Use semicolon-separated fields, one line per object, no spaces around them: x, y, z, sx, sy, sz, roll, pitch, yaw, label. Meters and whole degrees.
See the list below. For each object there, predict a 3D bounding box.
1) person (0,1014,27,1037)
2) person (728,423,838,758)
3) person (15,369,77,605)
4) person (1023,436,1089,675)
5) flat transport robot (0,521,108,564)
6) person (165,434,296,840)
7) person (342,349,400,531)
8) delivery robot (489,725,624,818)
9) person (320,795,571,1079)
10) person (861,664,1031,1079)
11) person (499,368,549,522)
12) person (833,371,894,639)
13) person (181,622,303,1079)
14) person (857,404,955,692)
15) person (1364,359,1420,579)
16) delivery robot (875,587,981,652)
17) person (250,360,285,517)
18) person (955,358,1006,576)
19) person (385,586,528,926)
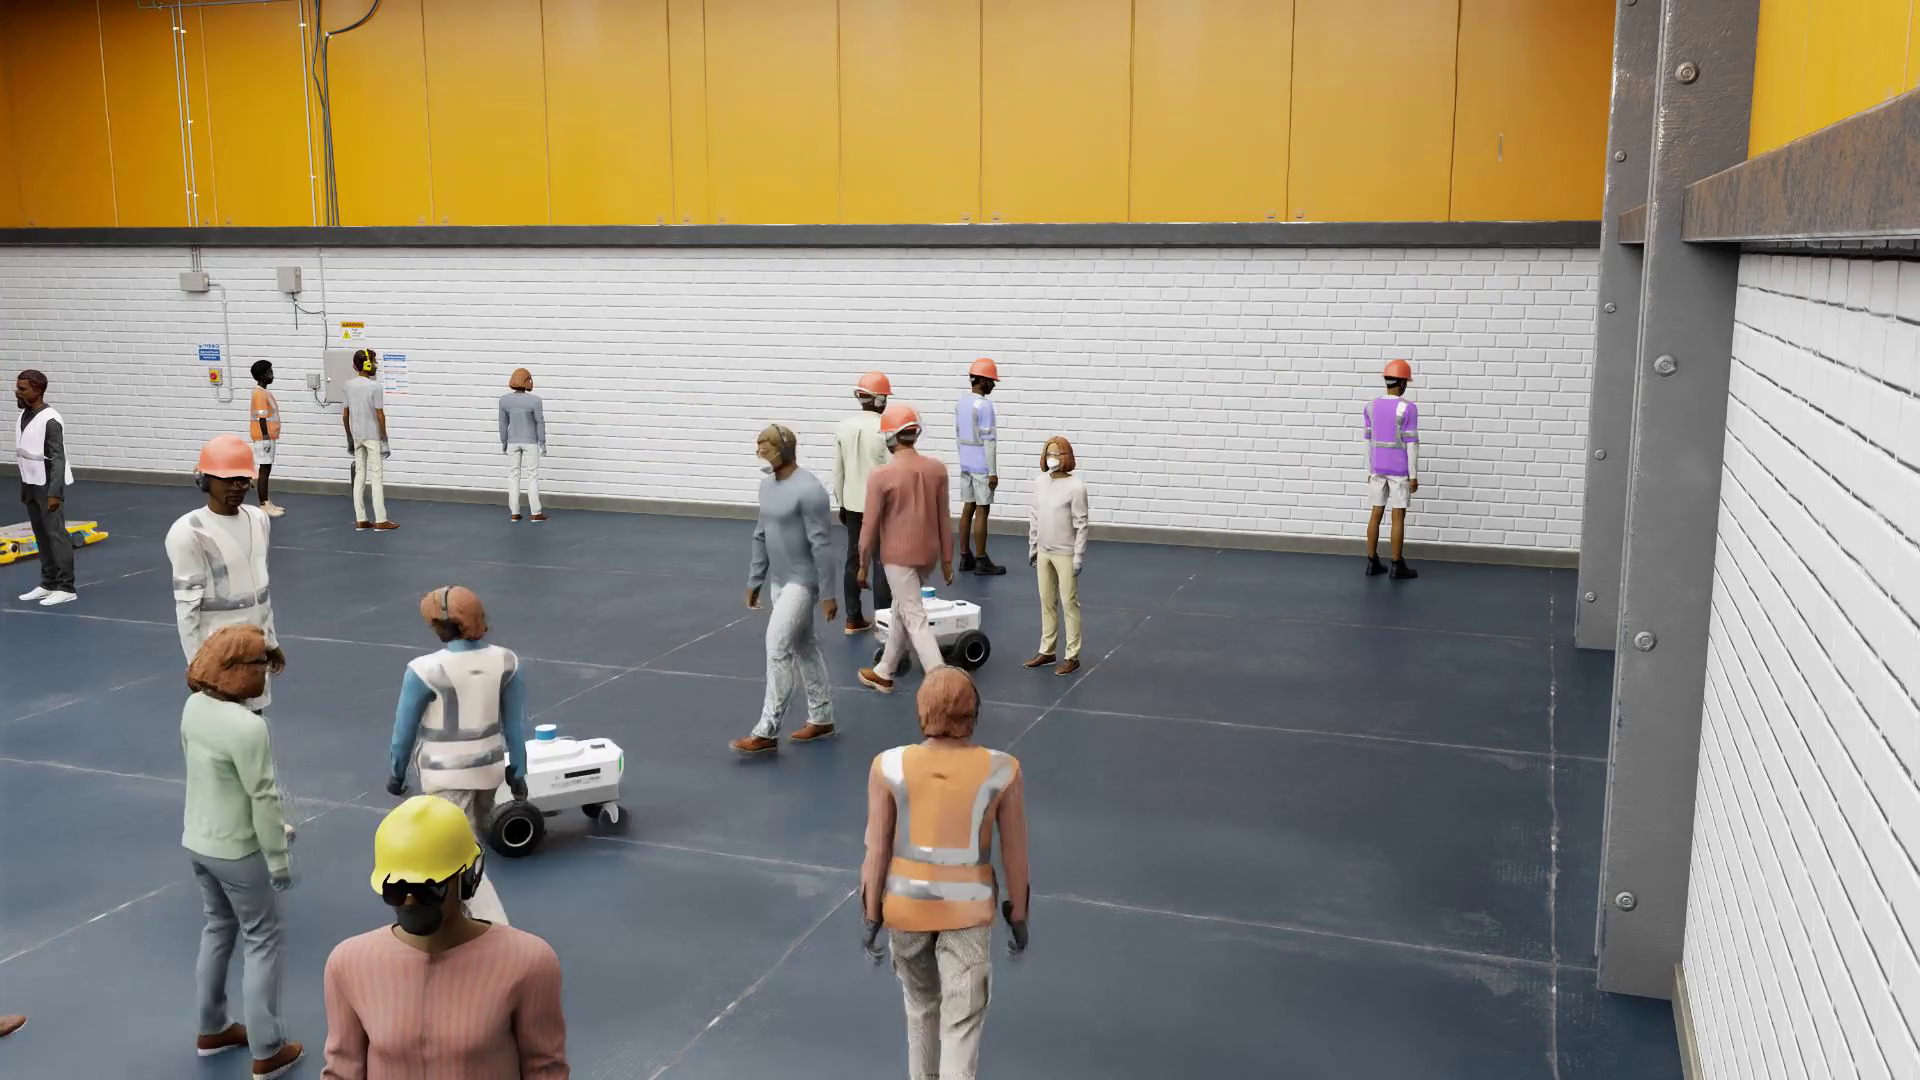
-3.956;1.005;5.838;0.965;1.816;0.502;-7;13;-36;person
-1.080;0.291;9.565;0.883;1.903;0.644;-6;12;-32;person
-7.500;-0.434;13.617;0.593;1.917;0.391;7;12;36;person
0.660;0.100;11.391;0.273;1.636;0.507;-9;13;-41;person
-8.892;-0.002;15.812;0.652;0.197;1.431;2;10;12;flat transport robot
-3.459;0.508;7.959;0.394;2.040;0.610;3;10;16;person
-6.076;-1.019;17.065;0.521;1.864;0.336;4;11;21;person
-2.037;1.157;8.224;0.707;0.478;0.477;-6;12;-31;delivery robot
-1.126;1.409;3.662;0.534;1.767;0.314;-1;10;-3;person
-0.054;1.213;5.267;0.536;1.591;0.806;1;10;7;person
-4.623;-1.005;17.623;0.508;1.632;0.264;2;10;11;person
-0.653;-0.265;12.446;0.623;1.989;0.400;7;12;33;person
-2.564;1.085;5.878;0.535;1.617;0.323;9;13;40;person
-0.323;0.108;10.538;0.610;1.942;1.053;-9;14;-42;person
3.805;-0.622;14.626;0.362;1.934;0.543;-9;13;-40;person
-0.222;0.572;11.515;0.707;0.478;0.477;-5;11;-28;delivery robot
-7.496;-1.098;17.971;0.316;1.695;0.542;-4;11;-20;person
0.184;-0.650;14.802;0.374;1.928;0.542;-6;12;-30;person
-2.005;0.960;6.729;0.876;1.580;0.500;7;12;36;person
